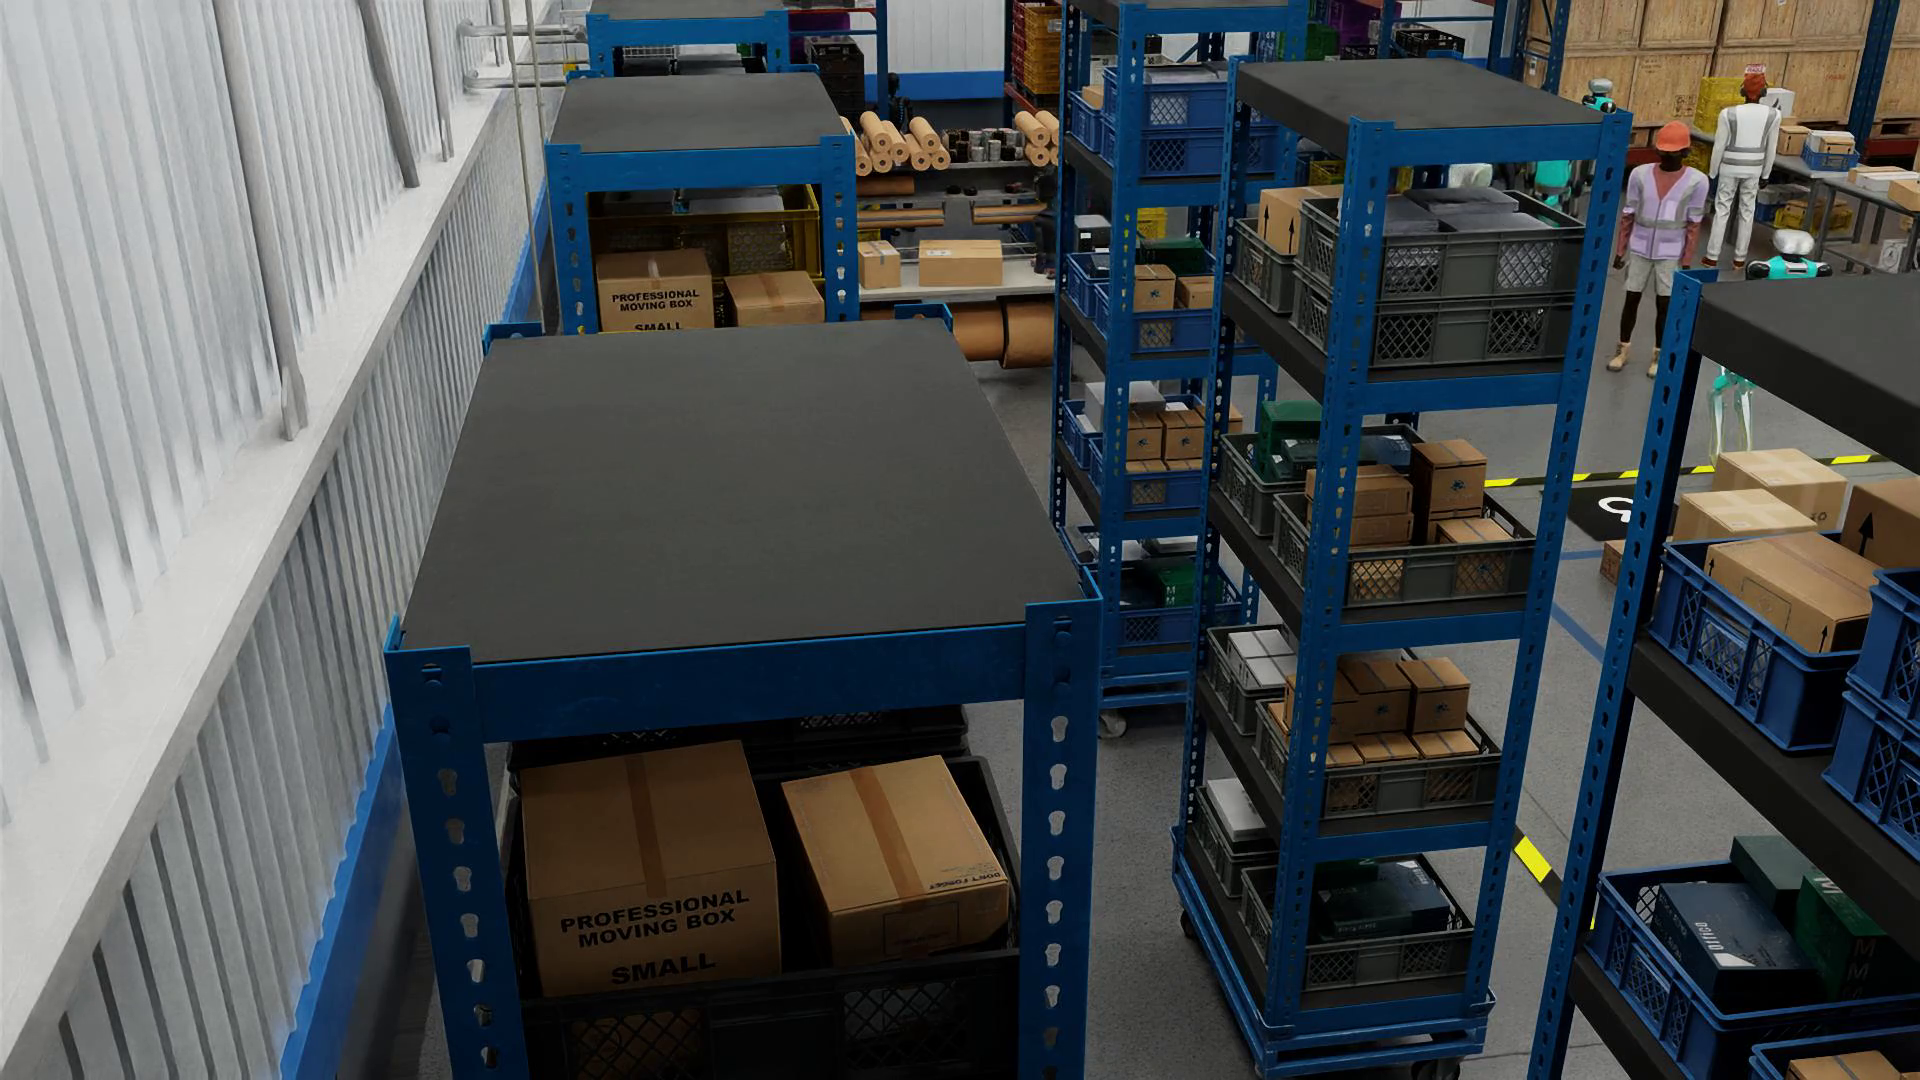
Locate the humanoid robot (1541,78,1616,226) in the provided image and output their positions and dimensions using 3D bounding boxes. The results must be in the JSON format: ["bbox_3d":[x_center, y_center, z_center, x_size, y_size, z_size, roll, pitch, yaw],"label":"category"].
[{"bbox_3d":[5.981,-3.685,16.435,0.726,1.693,0.531,-2,25,-4],"label":"humanoid robot"}]

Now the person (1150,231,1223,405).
[{"bbox_3d":[1.482,-1.096,10.787,0.590,1.852,0.365,-2,25,-3],"label":"person"}]

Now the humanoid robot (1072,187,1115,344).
[{"bbox_3d":[1.179,-2.413,13.880,0.628,1.641,0.585,-4,25,-8],"label":"humanoid robot"}]

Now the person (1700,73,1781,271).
[{"bbox_3d":[7.533,-3.544,16.071,0.572,1.883,0.354,5,25,11],"label":"person"}]

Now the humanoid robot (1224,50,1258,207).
[{"bbox_3d":[3.149,-4.450,18.227,0.744,1.793,0.539,-6,25,-12],"label":"humanoid robot"}]

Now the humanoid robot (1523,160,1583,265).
[{"bbox_3d":[5.492,-3.068,15.267,0.537,1.728,1.105,20,31,36],"label":"humanoid robot"}]

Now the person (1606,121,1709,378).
[{"bbox_3d":[5.497,-2.287,13.160,0.603,2.034,0.393,17,30,32],"label":"person"}]

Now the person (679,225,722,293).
[{"bbox_3d":[-1.794,-1.341,11.350,0.431,1.835,0.620,-14,28,-27],"label":"person"}]

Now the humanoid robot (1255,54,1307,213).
[{"bbox_3d":[3.538,-4.390,18.008,0.667,1.739,0.530,10,26,20],"label":"humanoid robot"}]

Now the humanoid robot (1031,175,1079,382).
[{"bbox_3d":[0.693,-2.057,13.112,0.598,1.638,0.610,12,27,24],"label":"humanoid robot"}]

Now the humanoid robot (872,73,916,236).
[{"bbox_3d":[-0.692,-4.032,17.365,0.599,1.653,0.315,-21,32,-37],"label":"humanoid robot"}]

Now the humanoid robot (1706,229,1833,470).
[{"bbox_3d":[5.363,-1.304,11.222,0.533,1.672,0.735,1,25,2],"label":"humanoid robot"}]

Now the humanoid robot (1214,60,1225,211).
[{"bbox_3d":[2.822,-4.482,18.339,0.315,1.657,0.599,-22,33,-39],"label":"humanoid robot"}]

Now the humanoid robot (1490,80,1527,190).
[{"bbox_3d":[5.613,-3.923,17.177,0.590,1.621,0.761,1,25,1],"label":"humanoid robot"}]

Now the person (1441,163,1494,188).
[{"bbox_3d":[4.169,-2.671,14.166,0.918,1.902,0.640,-11,27,-23],"label":"person"}]
